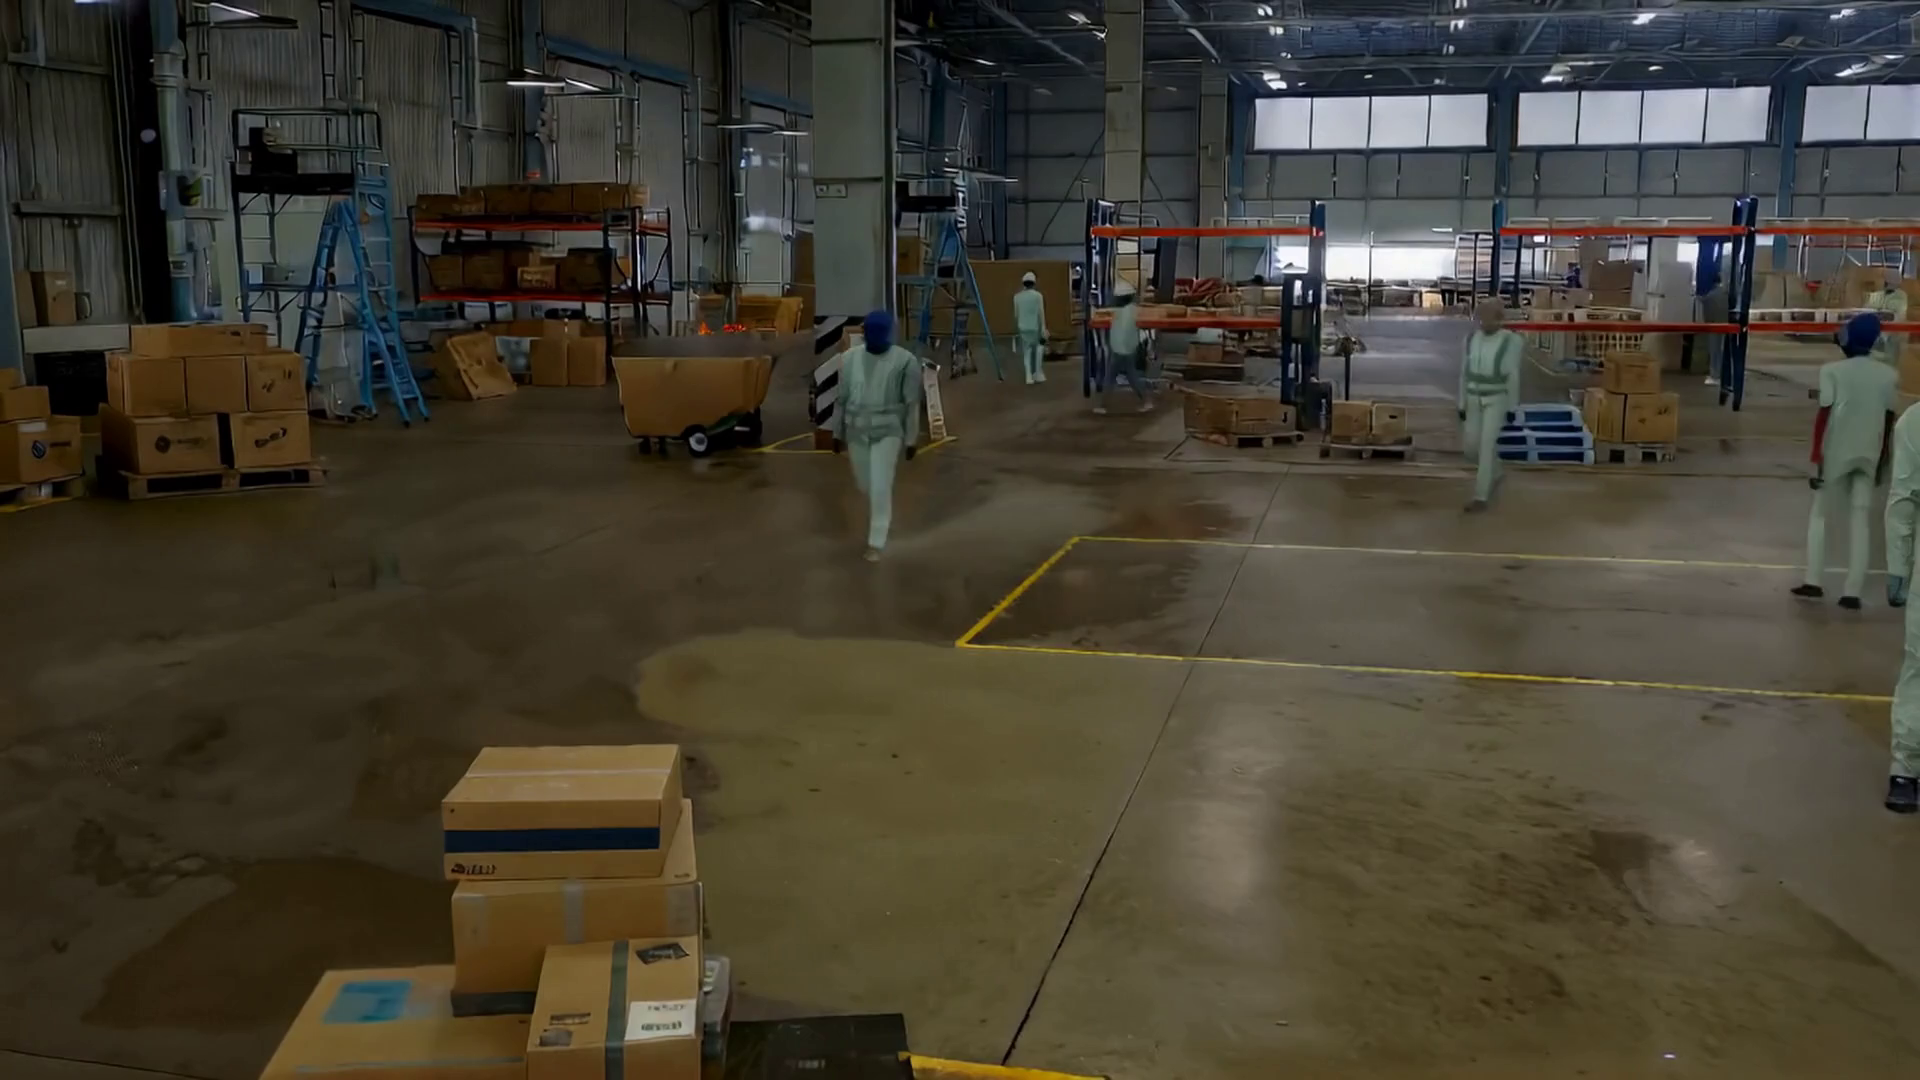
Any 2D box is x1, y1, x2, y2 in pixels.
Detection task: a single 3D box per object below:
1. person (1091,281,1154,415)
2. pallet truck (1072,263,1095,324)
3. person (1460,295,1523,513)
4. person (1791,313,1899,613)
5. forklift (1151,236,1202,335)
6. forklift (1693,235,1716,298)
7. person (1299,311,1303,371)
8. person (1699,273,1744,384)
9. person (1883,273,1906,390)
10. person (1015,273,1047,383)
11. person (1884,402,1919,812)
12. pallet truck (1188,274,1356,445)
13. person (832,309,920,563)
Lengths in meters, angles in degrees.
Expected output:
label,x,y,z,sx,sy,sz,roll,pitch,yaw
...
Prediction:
label,x,y,z,sx,sy,sz,roll,pitch,yaw
person,2.309,-2.662,23.082,0.926,1.874,0.652,-6,11,-31
pallet truck,4.325,-8.180,55.162,0.823,1.965,1.885,6,11,31
person,4.582,-1.176,14.325,0.702,1.864,0.600,-7,12,-36
person,5.534,-0.484,10.354,0.531,1.829,0.658,1,10,5
forklift,5.866,-7.214,46.878,1.873,2.768,1.129,2,10,14
forklift,21.841,-7.544,48.823,1.873,2.768,1.129,2,10,14
person,6.692,-4.091,31.856,0.320,1.739,0.485,8,13,39
person,13.000,-3.583,28.335,0.450,1.921,0.707,-8,13,-41
person,15.215,-3.384,27.142,0.370,1.932,0.623,6,11,32
person,1.268,-3.712,29.137,0.572,1.897,0.790,4,10,20
person,3.938,0.119,6.470,0.632,1.940,0.372,4,10,20
pallet truck,3.653,-2.138,19.590,1.885,1.965,0.823,-4,10,-20
person,-0.585,-0.780,12.149,0.623,1.814,0.829,4,10,22
